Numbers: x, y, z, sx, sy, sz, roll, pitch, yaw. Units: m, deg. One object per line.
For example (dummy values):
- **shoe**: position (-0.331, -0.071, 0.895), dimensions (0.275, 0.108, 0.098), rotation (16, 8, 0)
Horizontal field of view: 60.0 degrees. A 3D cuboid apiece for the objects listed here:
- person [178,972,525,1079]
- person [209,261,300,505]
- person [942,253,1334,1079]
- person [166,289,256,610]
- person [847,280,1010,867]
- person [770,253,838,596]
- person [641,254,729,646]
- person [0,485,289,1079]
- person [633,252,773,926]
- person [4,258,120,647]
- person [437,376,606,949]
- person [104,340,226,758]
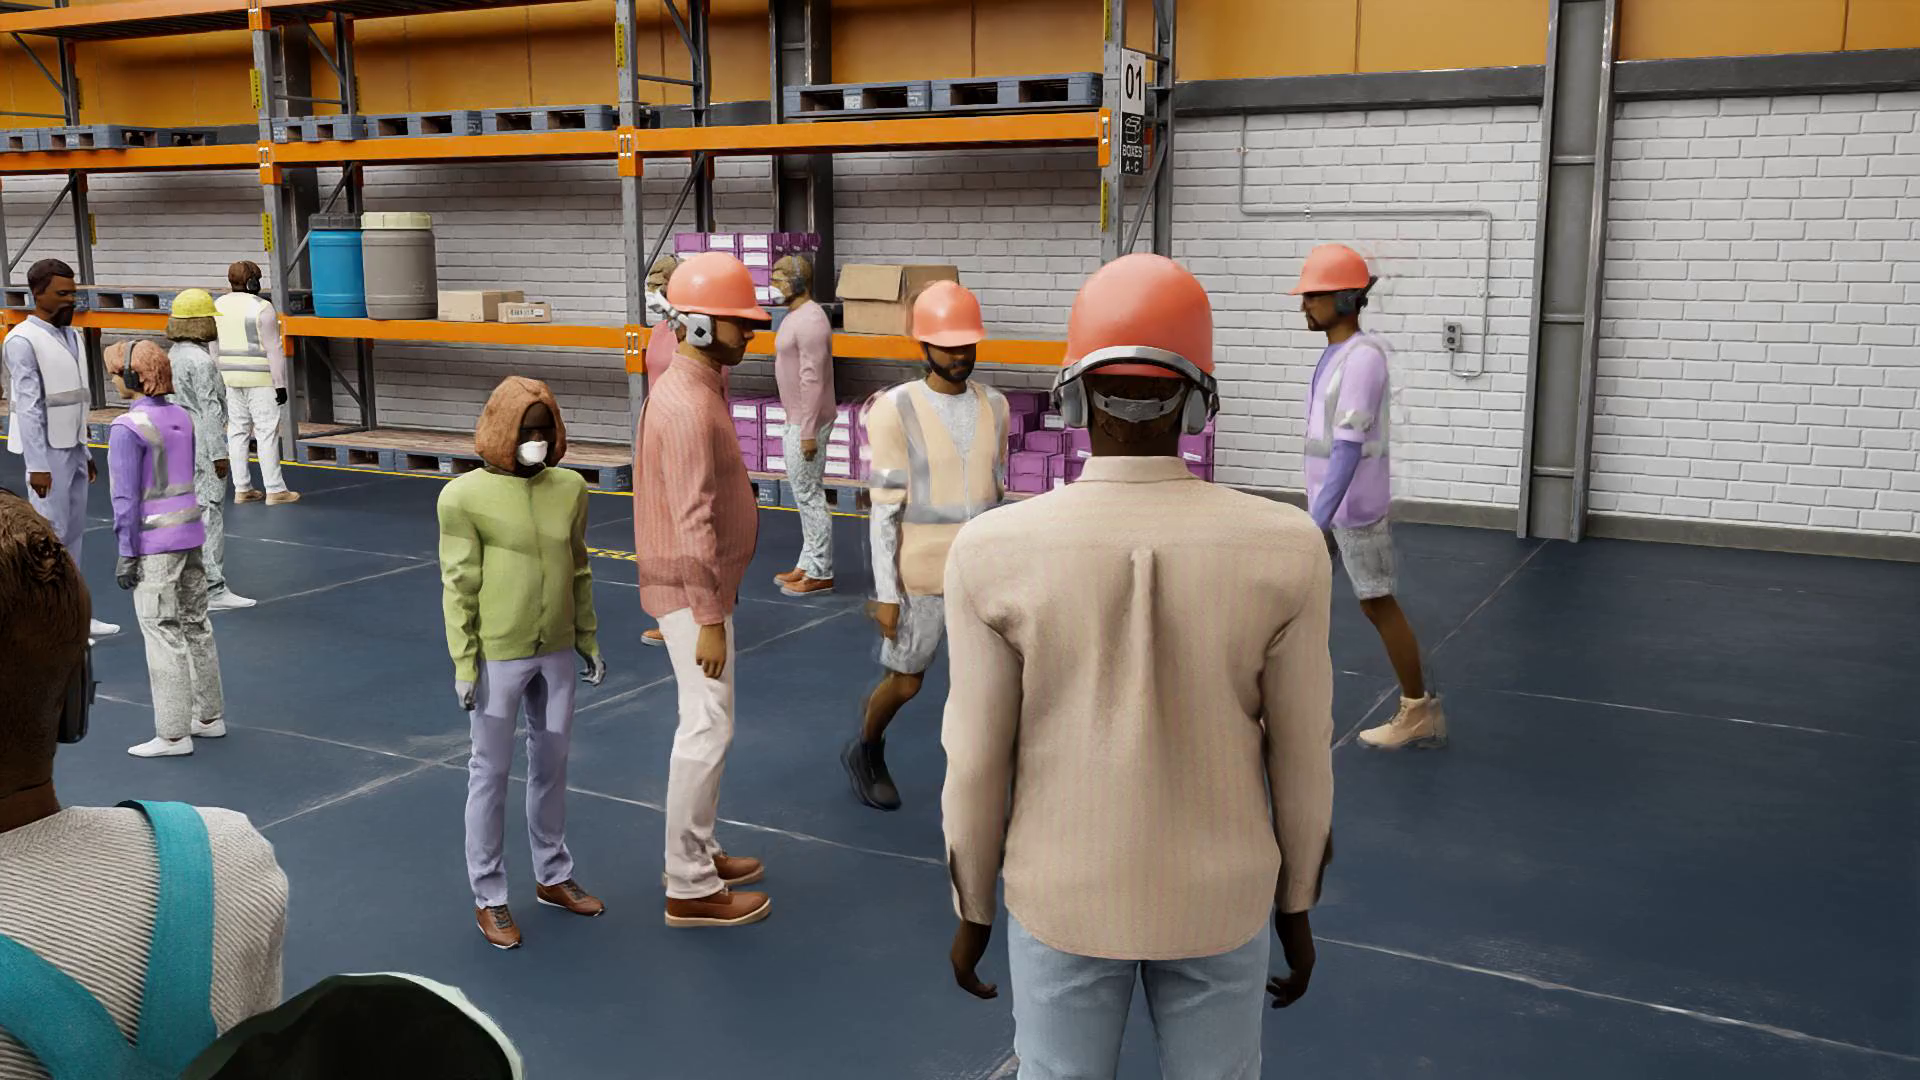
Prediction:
- **person**: position (-0.483, 0.914, 0.942), dimensions (0.400, 1.910, 0.596), rotation (10, 14, 44)
- **person**: position (-5.362, -1.186, 12.620), dimensions (0.622, 1.844, 0.429), rotation (3, 11, 17)
- **person**: position (0.277, 0.559, 2.630), dimensions (0.608, 1.996, 0.380), rotation (0, 10, 1)
- **person**: position (-4.119, -0.490, 9.073), dimensions (0.487, 1.744, 0.297), rotation (10, 14, 43)
- **person**: position (-0.090, 0.081, 5.551), dimensions (0.542, 1.896, 0.946), rotation (-6, 12, -31)
- **person**: position (-0.882, -0.649, 9.446), dimensions (0.366, 1.932, 0.632), rotation (-2, 11, -12)
- **person**: position (-1.336, -0.403, 8.063), dimensions (0.354, 1.938, 0.636), rotation (-7, 13, -34)
- **person**: position (-0.765, 0.857, 1.408), dimensions (0.335, 1.845, 0.513), rotation (3, 11, 18)
- **person**: position (-0.744, 0.156, 4.899), dimensions (0.411, 1.980, 0.625), rotation (-2, 11, -10)
- **person**: position (-4.481, -0.423, 8.235), dimensions (0.375, 1.914, 0.592), rotation (-1, 10, -6)
- **person**: position (-1.256, 0.340, 4.826), dimensions (0.281, 1.633, 0.499), rotation (9, 13, 40)
- **person**: position (-3.124, 0.035, 6.514), dimensions (0.316, 1.629, 0.509), rotation (0, 10, 1)
